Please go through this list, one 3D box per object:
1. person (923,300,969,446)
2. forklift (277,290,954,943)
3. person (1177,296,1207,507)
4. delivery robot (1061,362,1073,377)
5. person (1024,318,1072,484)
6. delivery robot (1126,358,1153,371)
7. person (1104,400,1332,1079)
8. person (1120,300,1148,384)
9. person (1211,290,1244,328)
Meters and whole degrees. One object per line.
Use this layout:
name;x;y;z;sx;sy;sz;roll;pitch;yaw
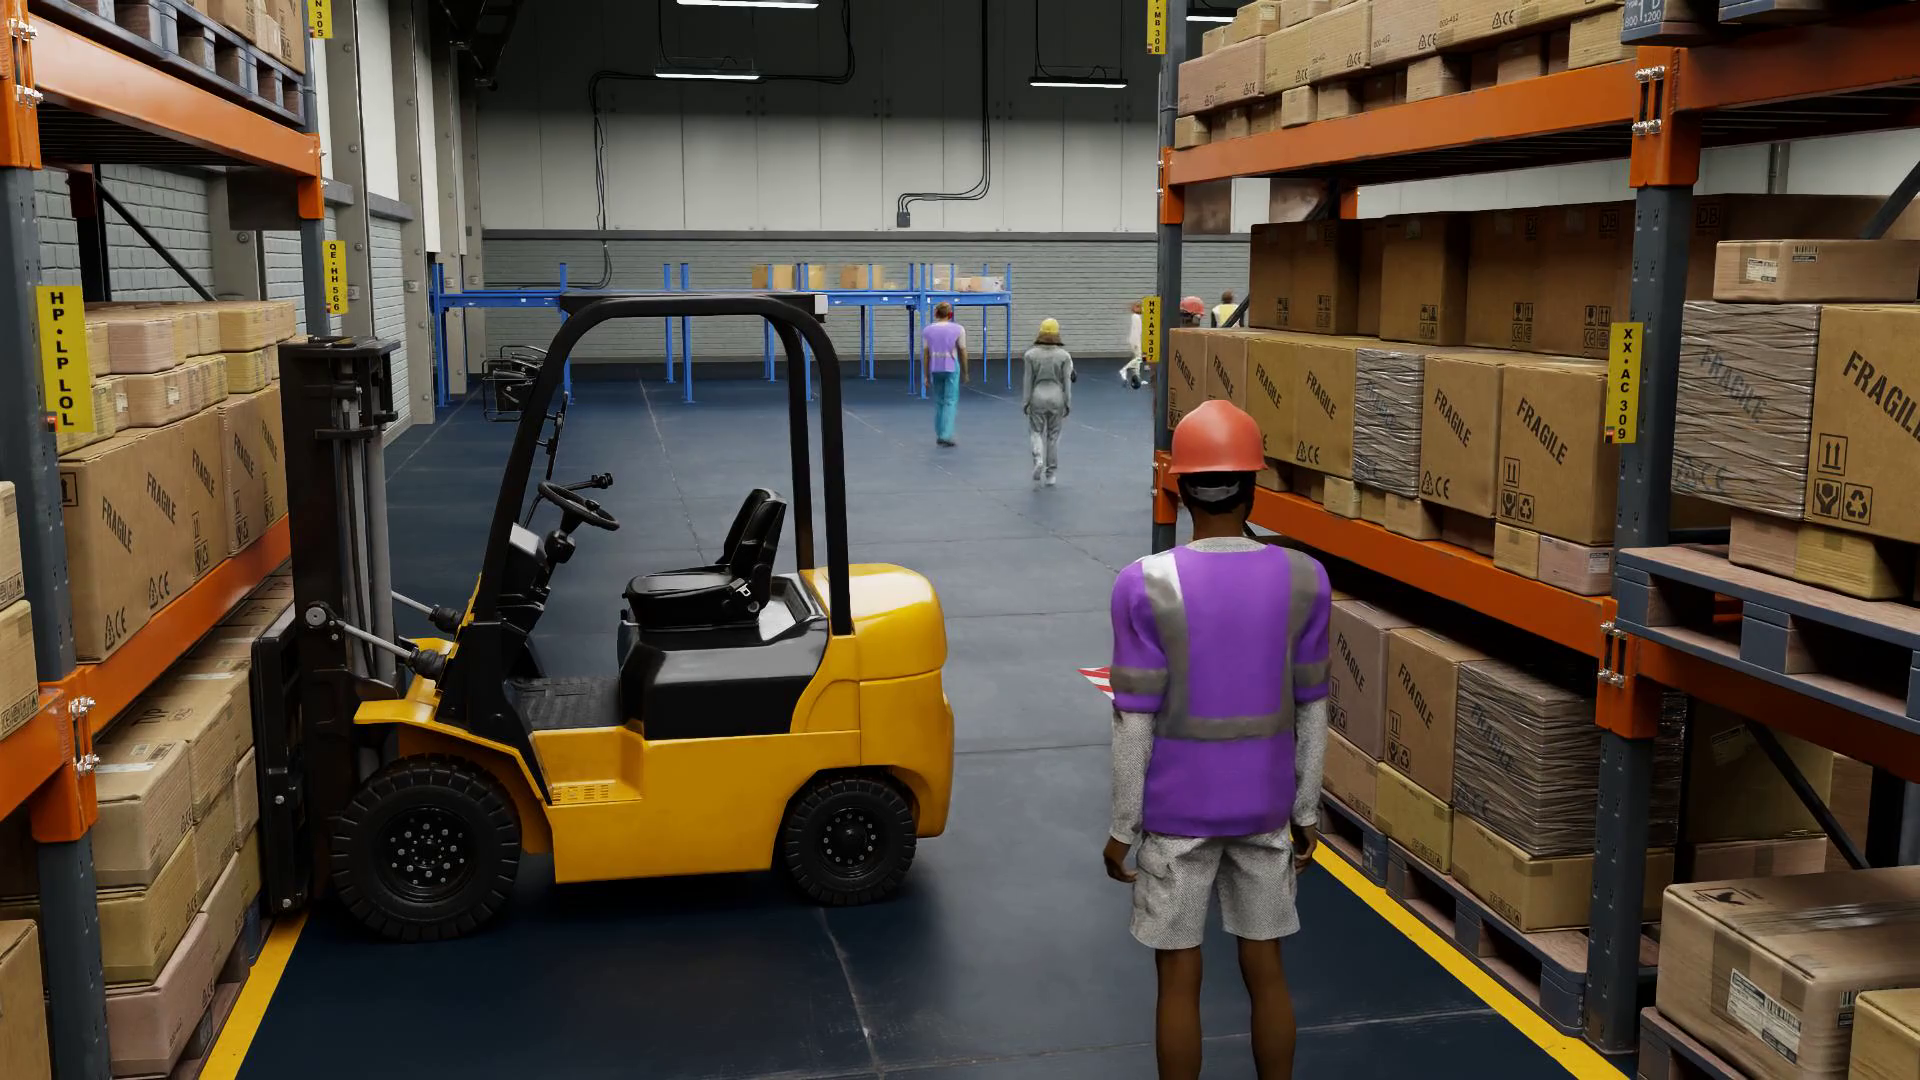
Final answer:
person;-0.185;-2.124;21.180;0.572;1.861;0.470;4;10;21
forklift;-1.179;0.175;6.143;2.313;2.155;1.214;-2;10;-12
person;2.153;-1.304;15.702;0.431;1.979;0.637;-5;11;-28
delivery robot;1.912;-3.425;32.774;0.477;0.478;0.707;-6;10;-31
person;0.910;-1.436;17.243;0.498;1.726;0.413;1;9;5
delivery robot;3.375;-3.298;31.219;0.335;0.223;0.698;-4;10;-24
person;0.606;0.631;4.020;0.550;1.933;0.370;-2;10;-12
person;3.366;-3.811;32.080;0.469;1.618;0.548;1;9;8
person;5.009;-3.773;31.218;0.613;1.821;0.800;3;10;15
